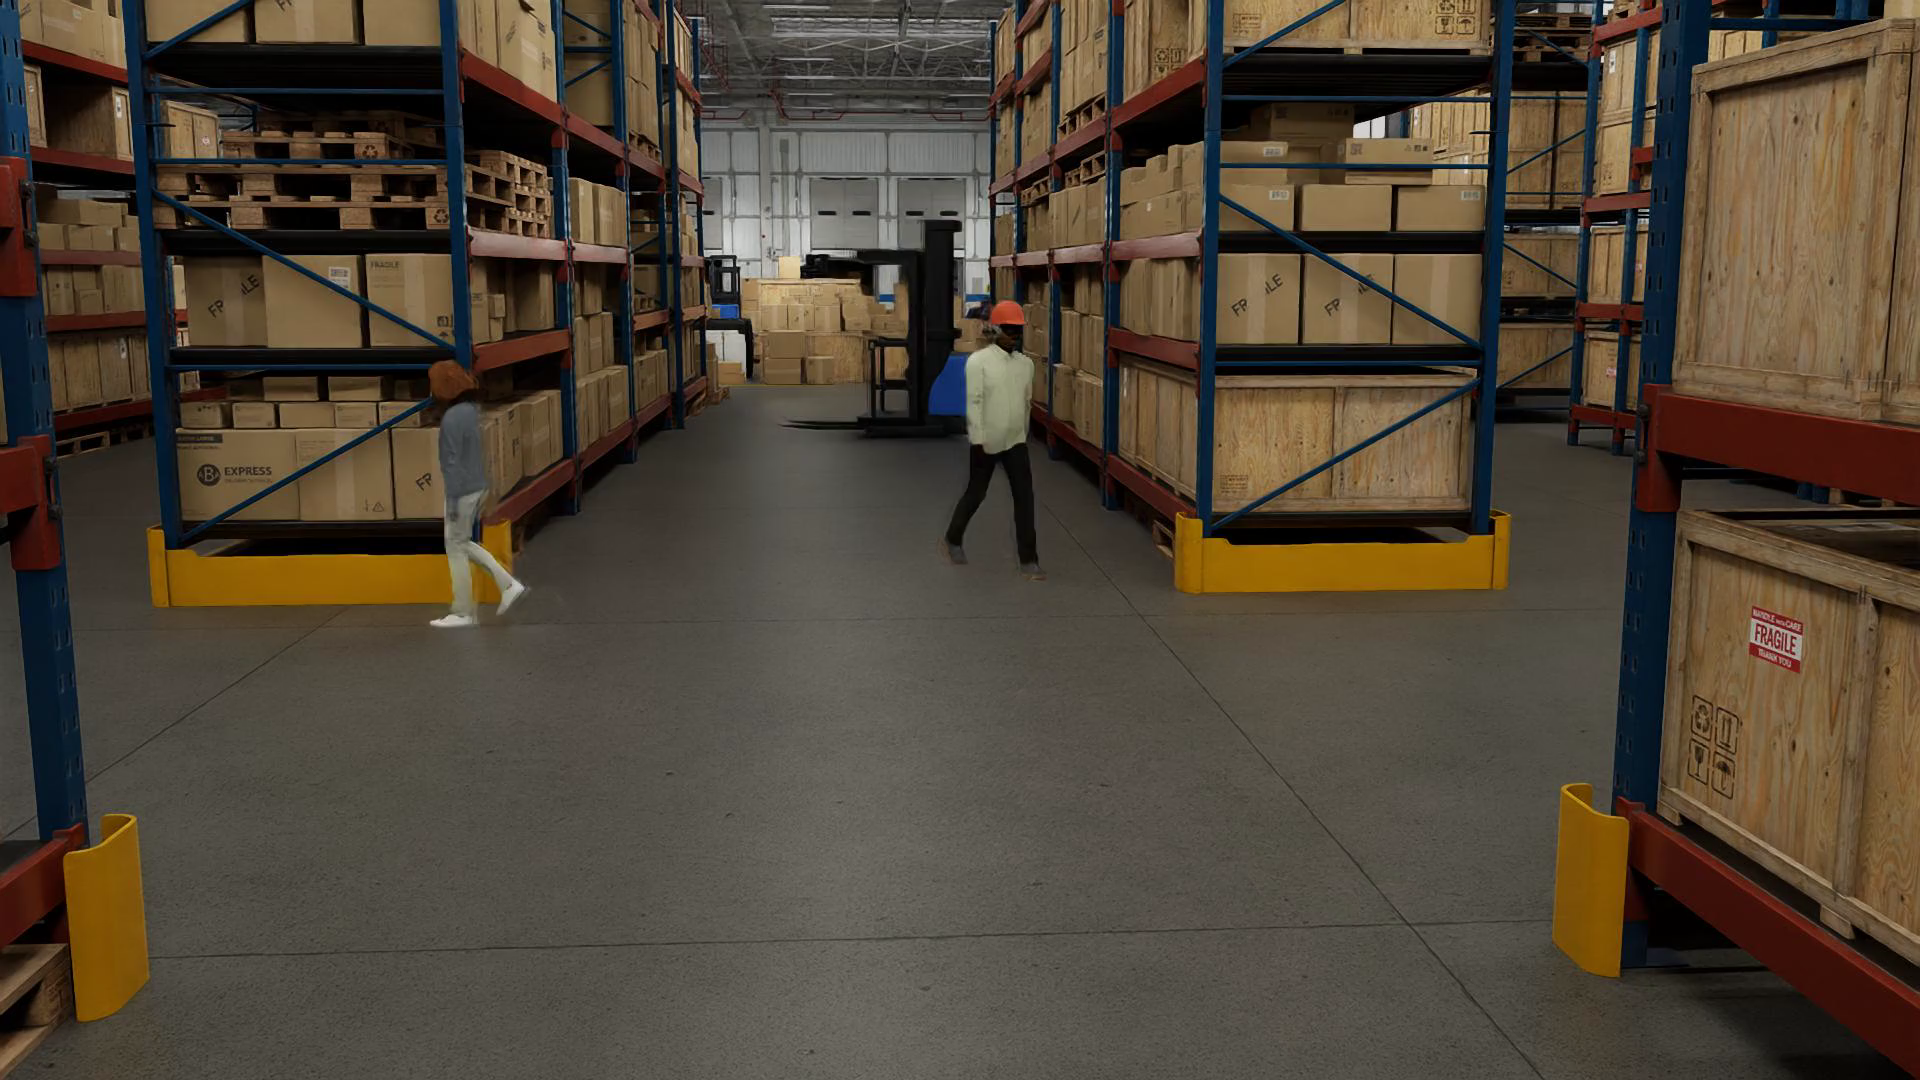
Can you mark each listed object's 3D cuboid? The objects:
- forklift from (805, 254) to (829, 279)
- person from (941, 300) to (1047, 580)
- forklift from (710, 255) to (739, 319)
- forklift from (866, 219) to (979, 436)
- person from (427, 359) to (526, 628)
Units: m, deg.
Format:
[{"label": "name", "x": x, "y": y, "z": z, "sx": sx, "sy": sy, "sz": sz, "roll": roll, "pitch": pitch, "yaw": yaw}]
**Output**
[{"label": "forklift", "x": -4.808, "y": -8.280, "z": 56.322, "sx": 1.873, "sy": 2.768, "sz": 1.129, "roll": -8, "pitch": 12, "yaw": -41}, {"label": "person", "x": 0.233, "y": -0.722, "z": 11.794, "sx": 0.617, "sy": 1.958, "sz": 1.001, "roll": -5, "pitch": 11, "yaw": -31}, {"label": "forklift", "x": -8.368, "y": -8.713, "z": 59.038, "sx": 1.129, "sy": 2.768, "sz": 1.873, "roll": -1, "pitch": 9, "yaw": -4}, {"label": "forklift", "x": -0.242, "y": -2.787, "z": 21.828, "sx": 1.873, "sy": 2.768, "sz": 1.129, "roll": 1, "pitch": 9, "yaw": 4}, {"label": "person", "x": -2.940, "y": -0.274, "z": 9.979, "sx": 0.479, "sy": 1.616, "sz": 0.516, "roll": 0, "pitch": 9, "yaw": -1}]
